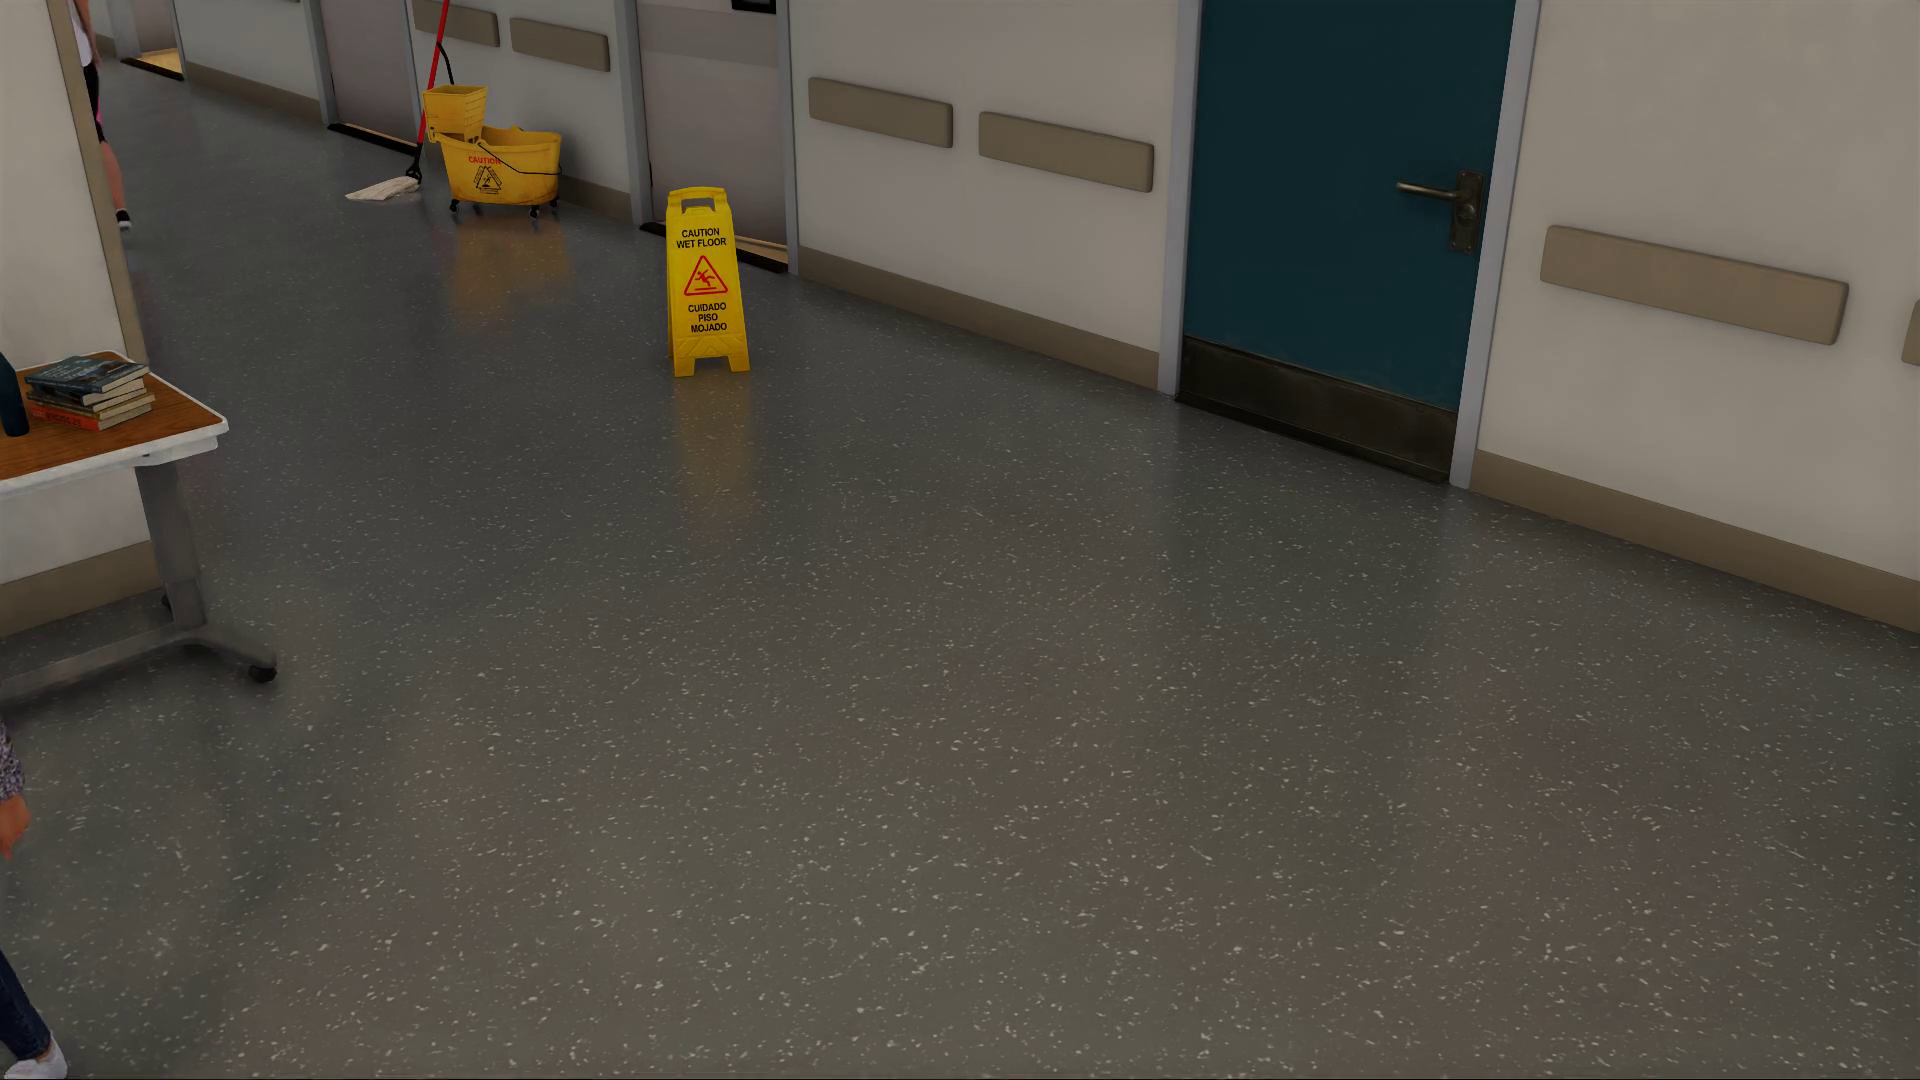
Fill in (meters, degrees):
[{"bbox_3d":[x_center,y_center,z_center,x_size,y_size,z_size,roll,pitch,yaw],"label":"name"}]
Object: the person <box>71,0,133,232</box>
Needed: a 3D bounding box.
[{"bbox_3d":[-4.591,-2.414,8.555,1.164,1.743,0.665,21,33,37],"label":"person"}]
